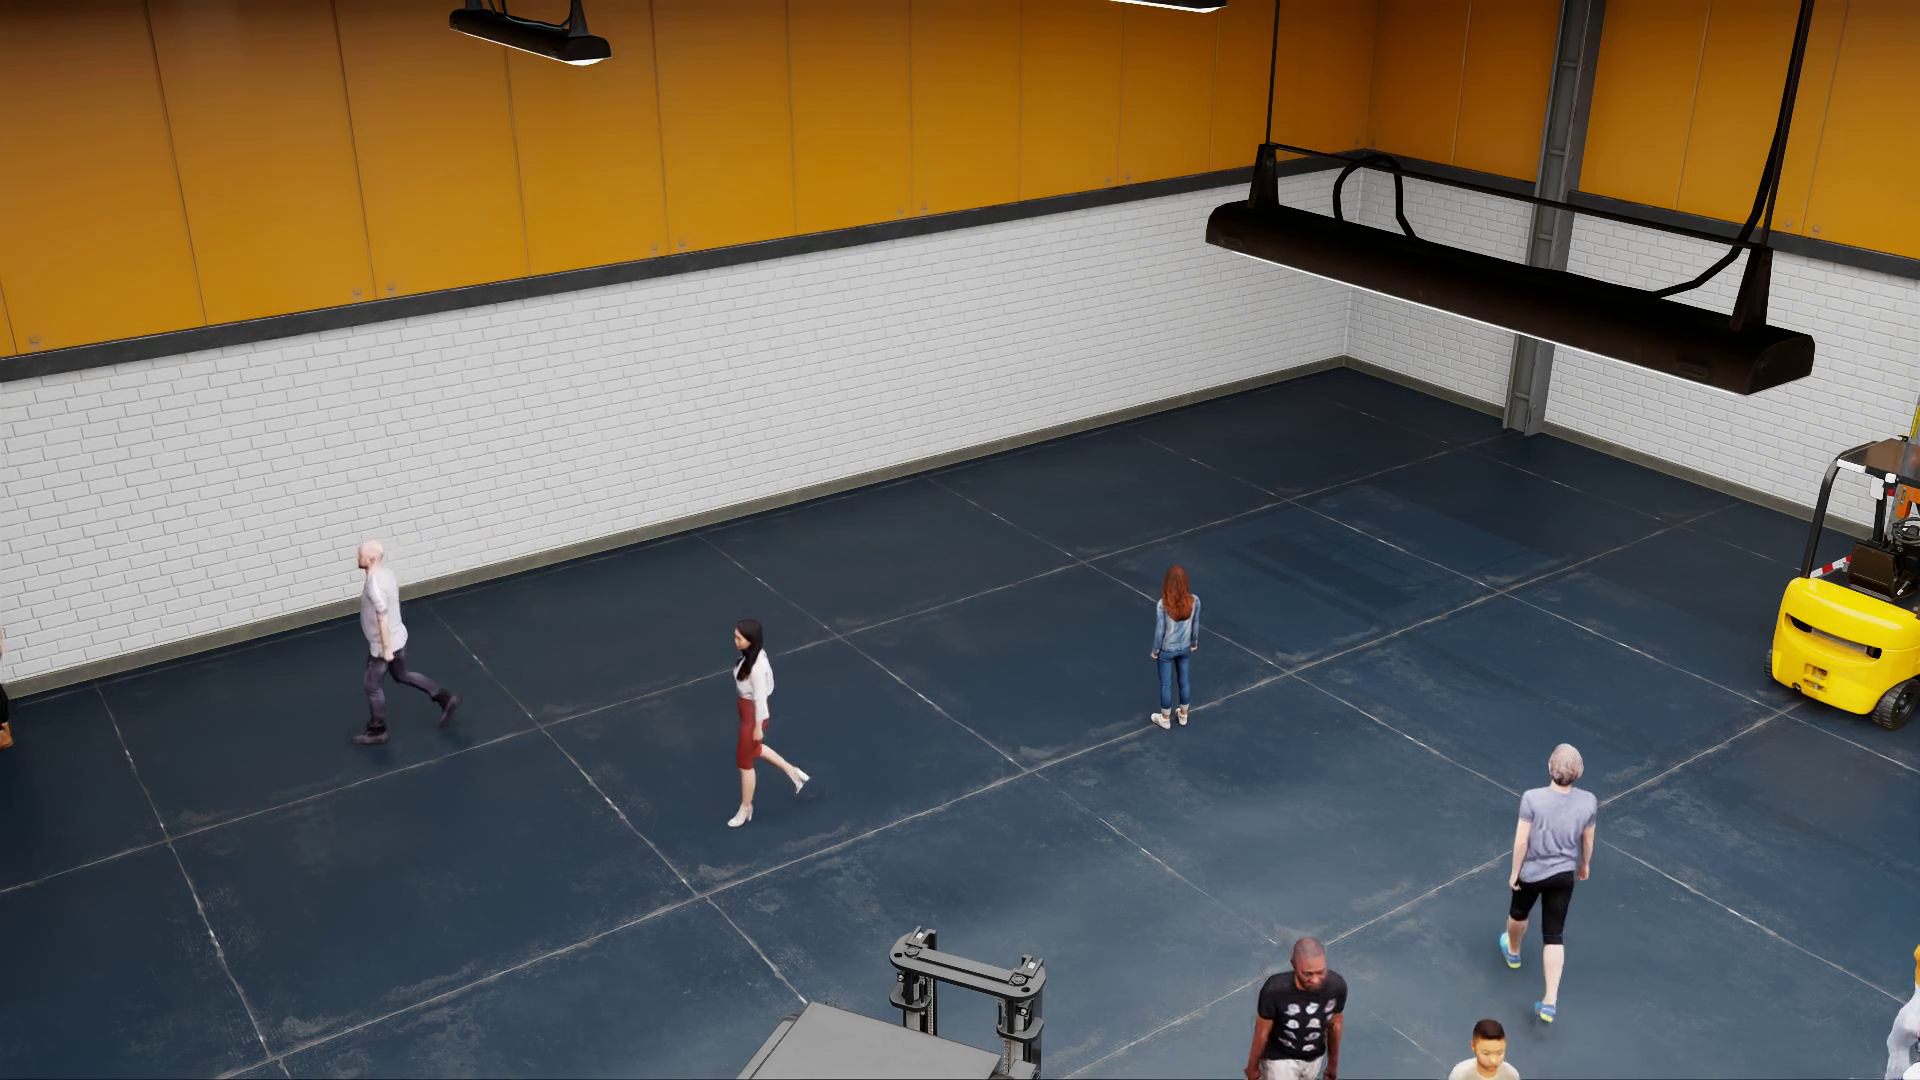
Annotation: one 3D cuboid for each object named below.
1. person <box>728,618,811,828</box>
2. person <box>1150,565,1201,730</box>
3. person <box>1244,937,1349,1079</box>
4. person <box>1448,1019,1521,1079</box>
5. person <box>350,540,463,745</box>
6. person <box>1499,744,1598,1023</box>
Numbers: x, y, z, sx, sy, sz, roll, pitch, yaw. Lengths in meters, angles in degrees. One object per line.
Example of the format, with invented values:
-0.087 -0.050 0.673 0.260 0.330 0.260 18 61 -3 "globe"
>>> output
-1.526 1.371 12.711 0.873 1.738 0.930 -7 24 -15 "person"
1.822 0.903 14.108 0.621 1.476 0.578 -8 25 -18 "person"
1.842 2.858 9.288 0.859 1.755 1.036 -7 24 -15 "person"
2.756 3.163 8.969 0.756 1.451 0.841 0 24 1 "person"
-4.666 0.846 13.830 1.047 1.804 1.192 -4 24 -10 "person"
3.778 2.208 10.655 1.195 1.850 1.287 3 24 7 "person"
